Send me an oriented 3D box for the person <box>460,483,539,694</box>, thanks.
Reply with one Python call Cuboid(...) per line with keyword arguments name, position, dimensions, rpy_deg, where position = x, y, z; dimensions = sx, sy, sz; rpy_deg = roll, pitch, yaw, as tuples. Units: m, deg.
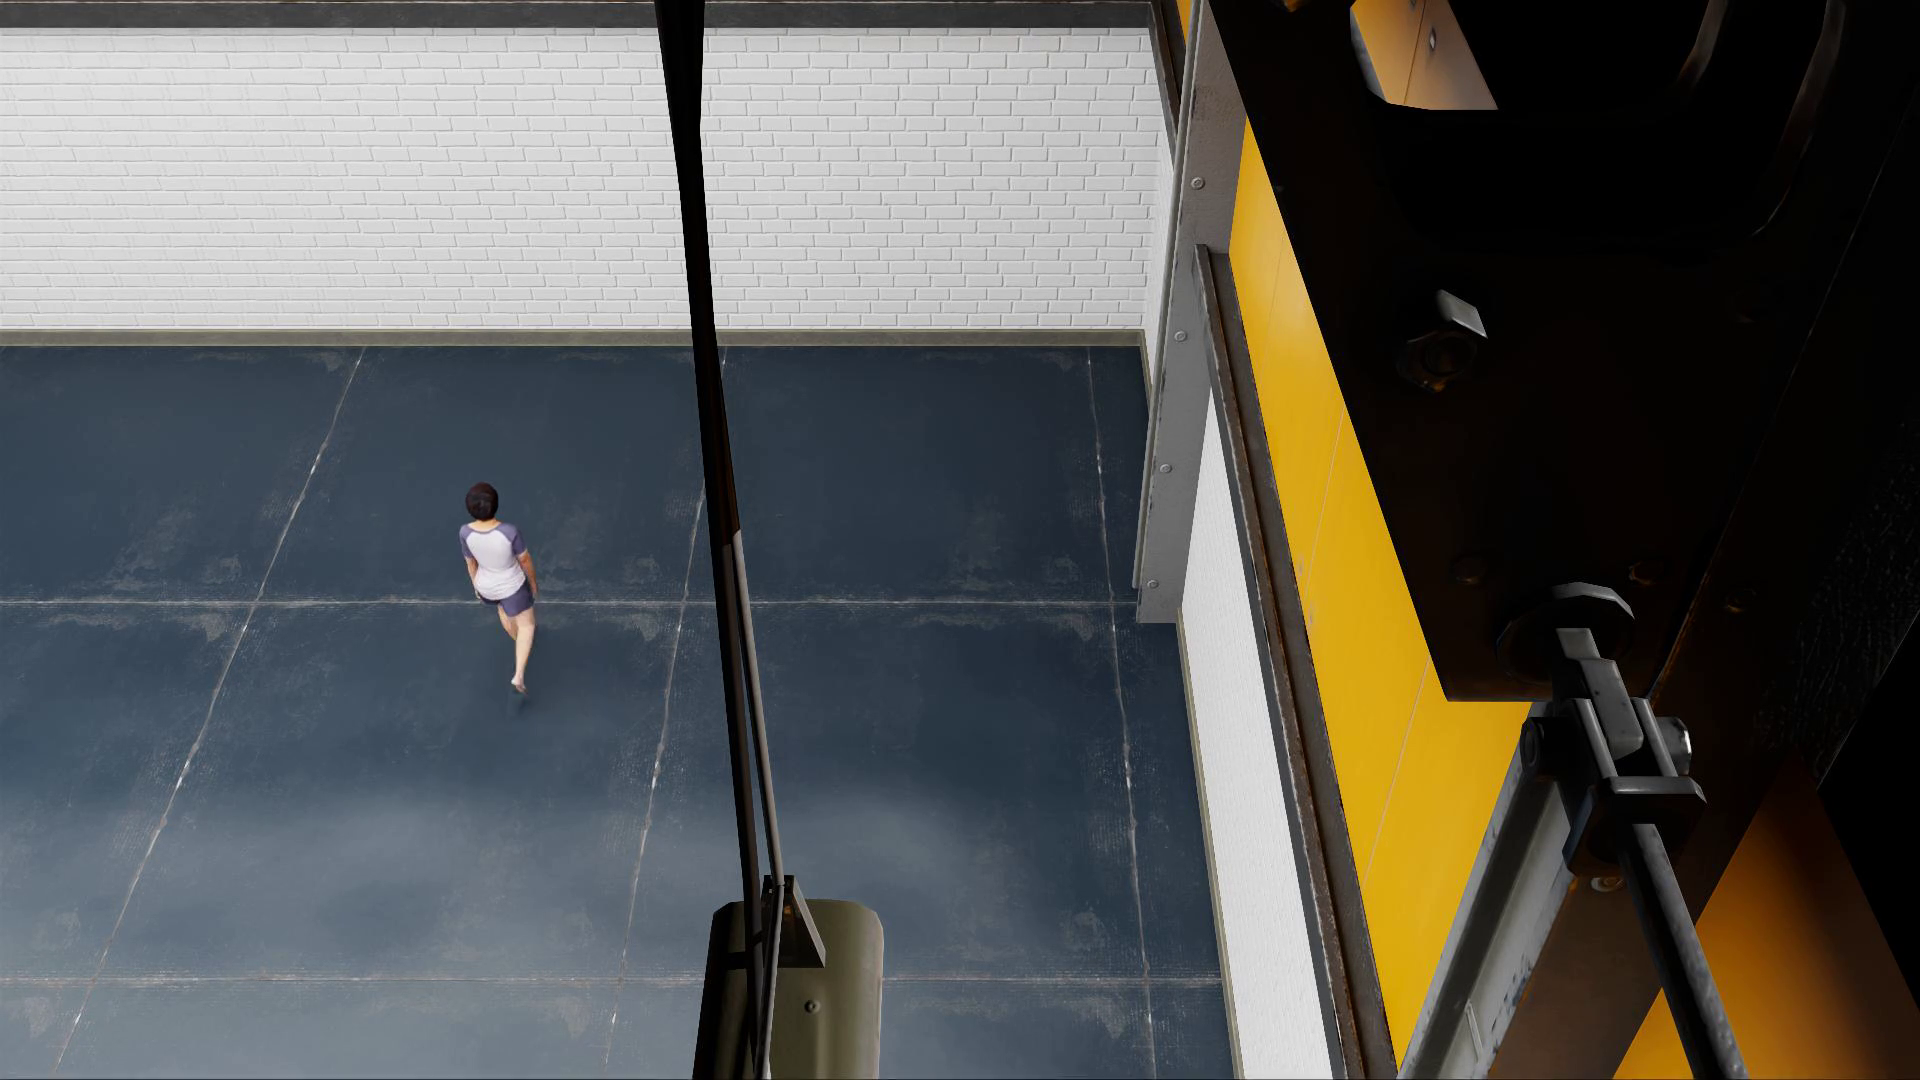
Cuboid(name="person", position=(-2.944, 0.312, 10.664), dimensions=(0.601, 1.547, 0.922), rpy_deg=(3, 44, 3))
